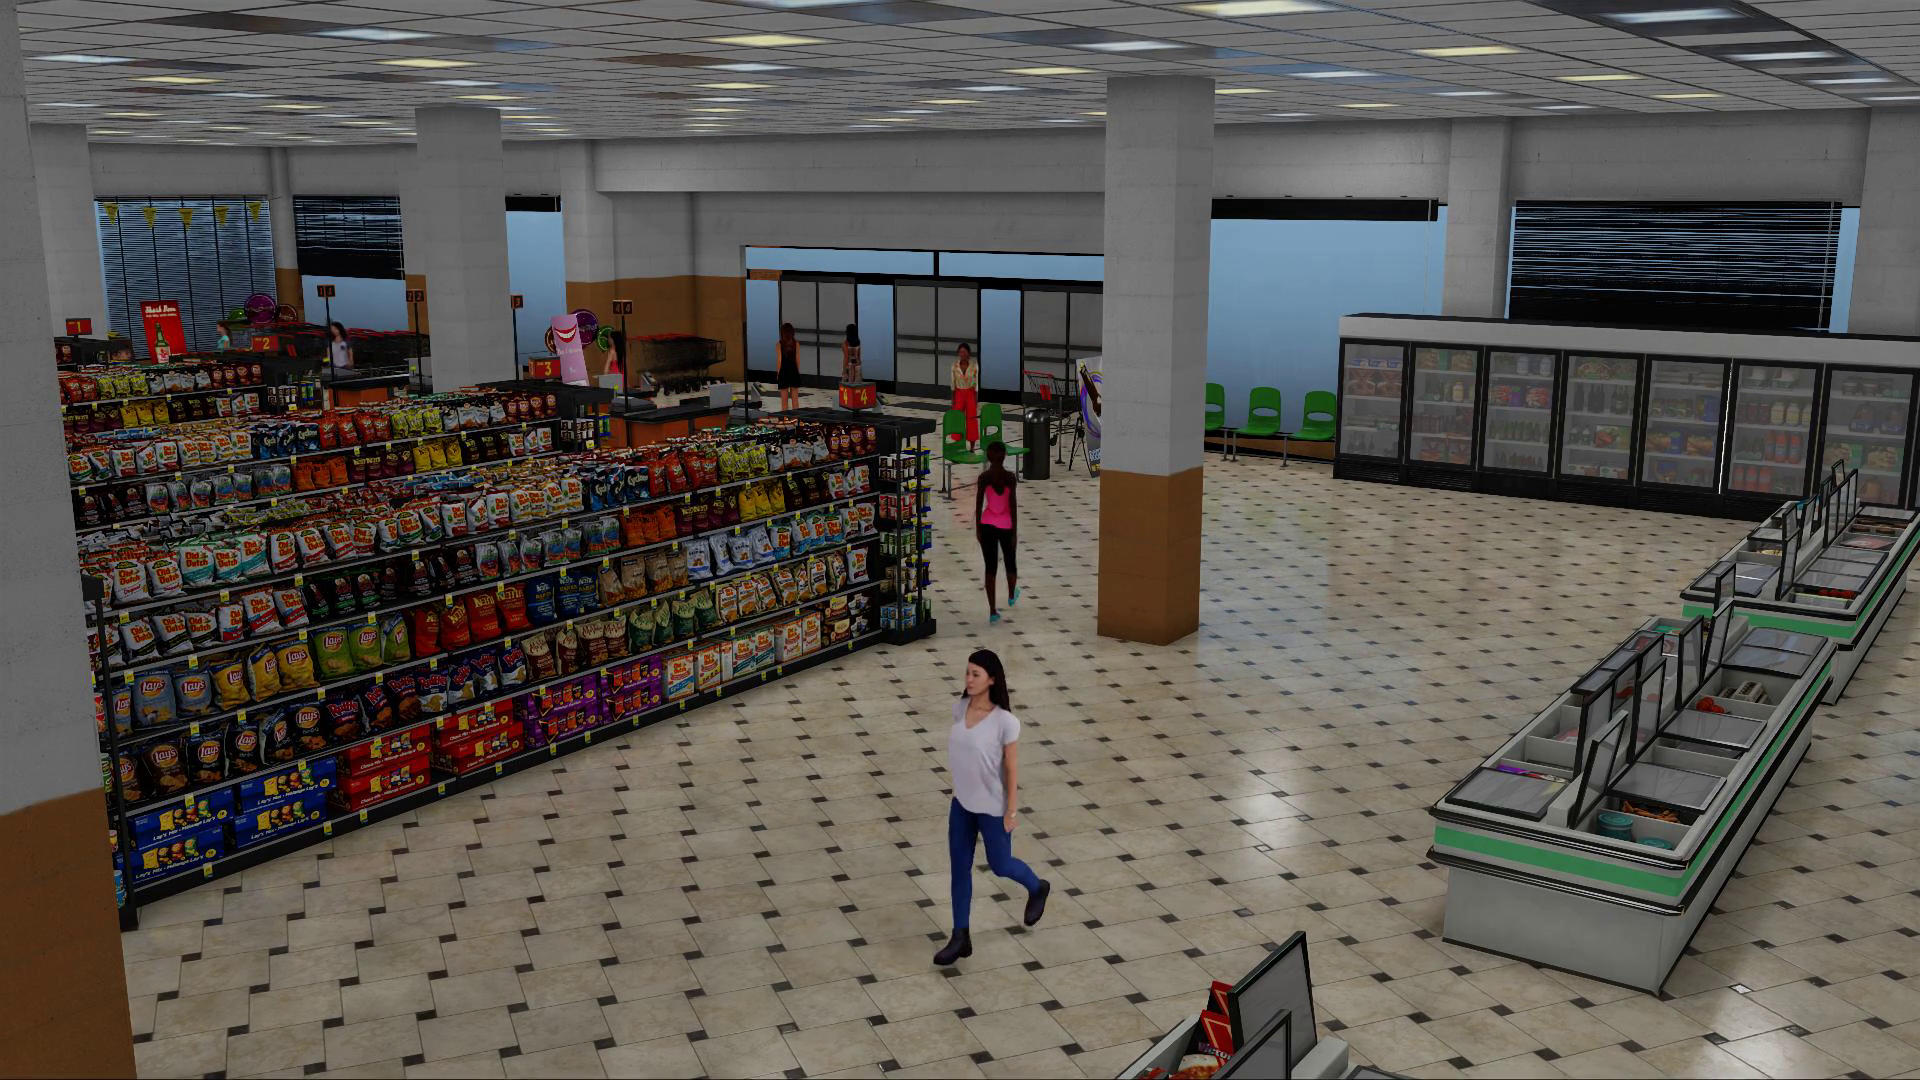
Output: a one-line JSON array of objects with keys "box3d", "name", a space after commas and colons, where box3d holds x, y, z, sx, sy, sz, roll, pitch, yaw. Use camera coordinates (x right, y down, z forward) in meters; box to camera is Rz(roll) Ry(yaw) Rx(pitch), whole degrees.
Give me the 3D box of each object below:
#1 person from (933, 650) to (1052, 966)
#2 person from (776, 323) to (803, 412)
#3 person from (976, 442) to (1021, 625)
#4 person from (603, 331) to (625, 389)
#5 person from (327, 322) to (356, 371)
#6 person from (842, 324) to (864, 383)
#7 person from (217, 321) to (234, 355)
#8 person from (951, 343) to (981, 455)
[{"box3d": [0.183, 1.409, 8.816, 0.706, 1.660, 1.073, 11, 16, 42], "name": "person"}, {"box3d": [-2.905, -2.763, 28.203, 0.627, 1.835, 0.723, -5, 13, -22], "name": "person"}, {"box3d": [0.336, -0.035, 15.638, 0.887, 1.674, 1.150, 2, 12, 10], "name": "person"}, {"box3d": [-5.686, -2.640, 27.952, 0.839, 1.698, 1.022, 4, 13, 18], "name": "person"}, {"box3d": [-11.274, -3.127, 30.341, 0.977, 1.668, 1.095, -2, 12, -8], "name": "person"}, {"box3d": [-1.972, -3.135, 30.431, 0.719, 1.645, 0.476, 9, 15, 38], "name": "person"}, {"box3d": [-14.155, -3.470, 32.256, 0.748, 1.548, 0.692, -4, 13, -19], "name": "person"}, {"box3d": [0.078, -2.076, 25.045, 0.679, 1.791, 0.708, 0, 12, 1], "name": "person"}]
